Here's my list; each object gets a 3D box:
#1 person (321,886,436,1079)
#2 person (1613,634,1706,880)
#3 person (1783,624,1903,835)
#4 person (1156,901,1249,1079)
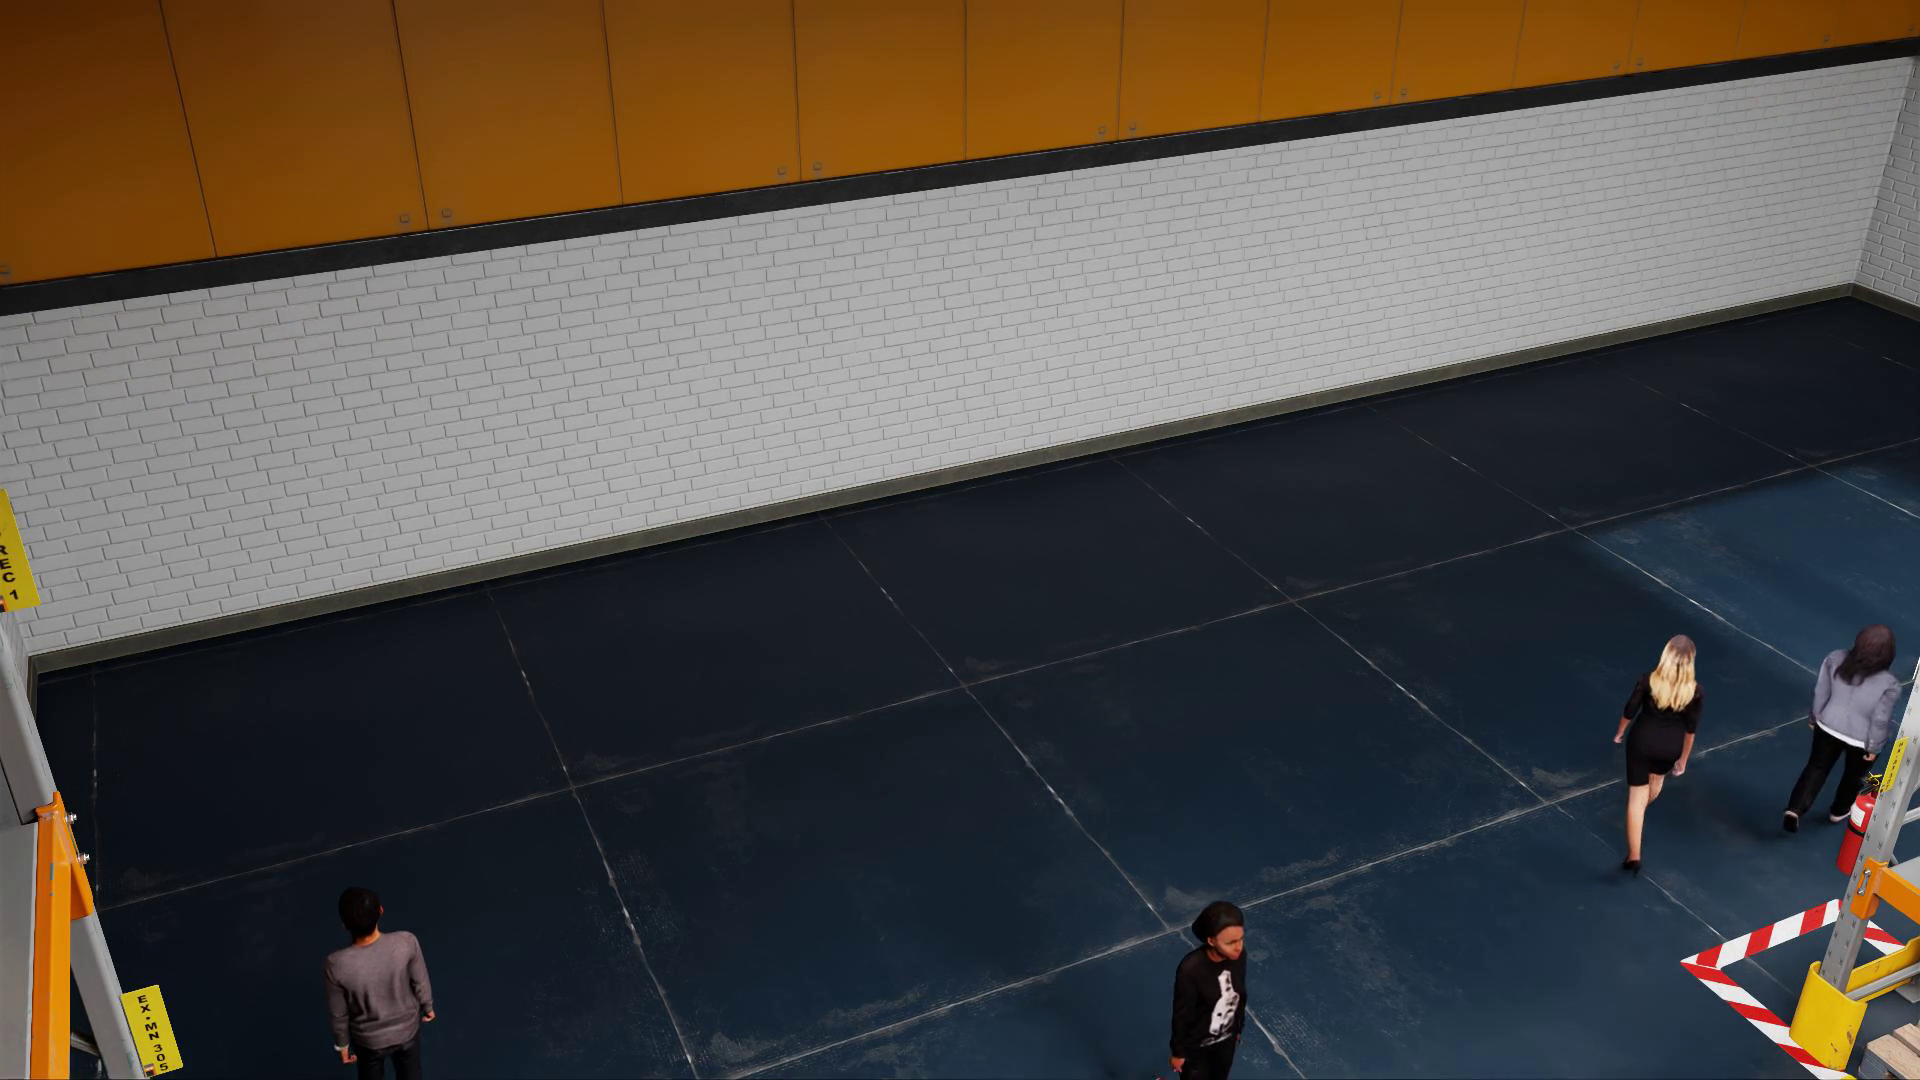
[{"bbox_3d":[-2.858,2.478,8.290,0.724,1.762,0.648,-13,31,-22],"label":"person"},{"bbox_3d":[4.347,1.389,10.419,0.977,1.634,1.098,6,29,11],"label":"person"},{"bbox_3d":[5.703,1.246,10.745,0.863,1.573,0.972,-20,35,-33],"label":"person"},{"bbox_3d":[1.192,2.464,8.422,0.612,1.659,0.735,-14,32,-24],"label":"person"}]
